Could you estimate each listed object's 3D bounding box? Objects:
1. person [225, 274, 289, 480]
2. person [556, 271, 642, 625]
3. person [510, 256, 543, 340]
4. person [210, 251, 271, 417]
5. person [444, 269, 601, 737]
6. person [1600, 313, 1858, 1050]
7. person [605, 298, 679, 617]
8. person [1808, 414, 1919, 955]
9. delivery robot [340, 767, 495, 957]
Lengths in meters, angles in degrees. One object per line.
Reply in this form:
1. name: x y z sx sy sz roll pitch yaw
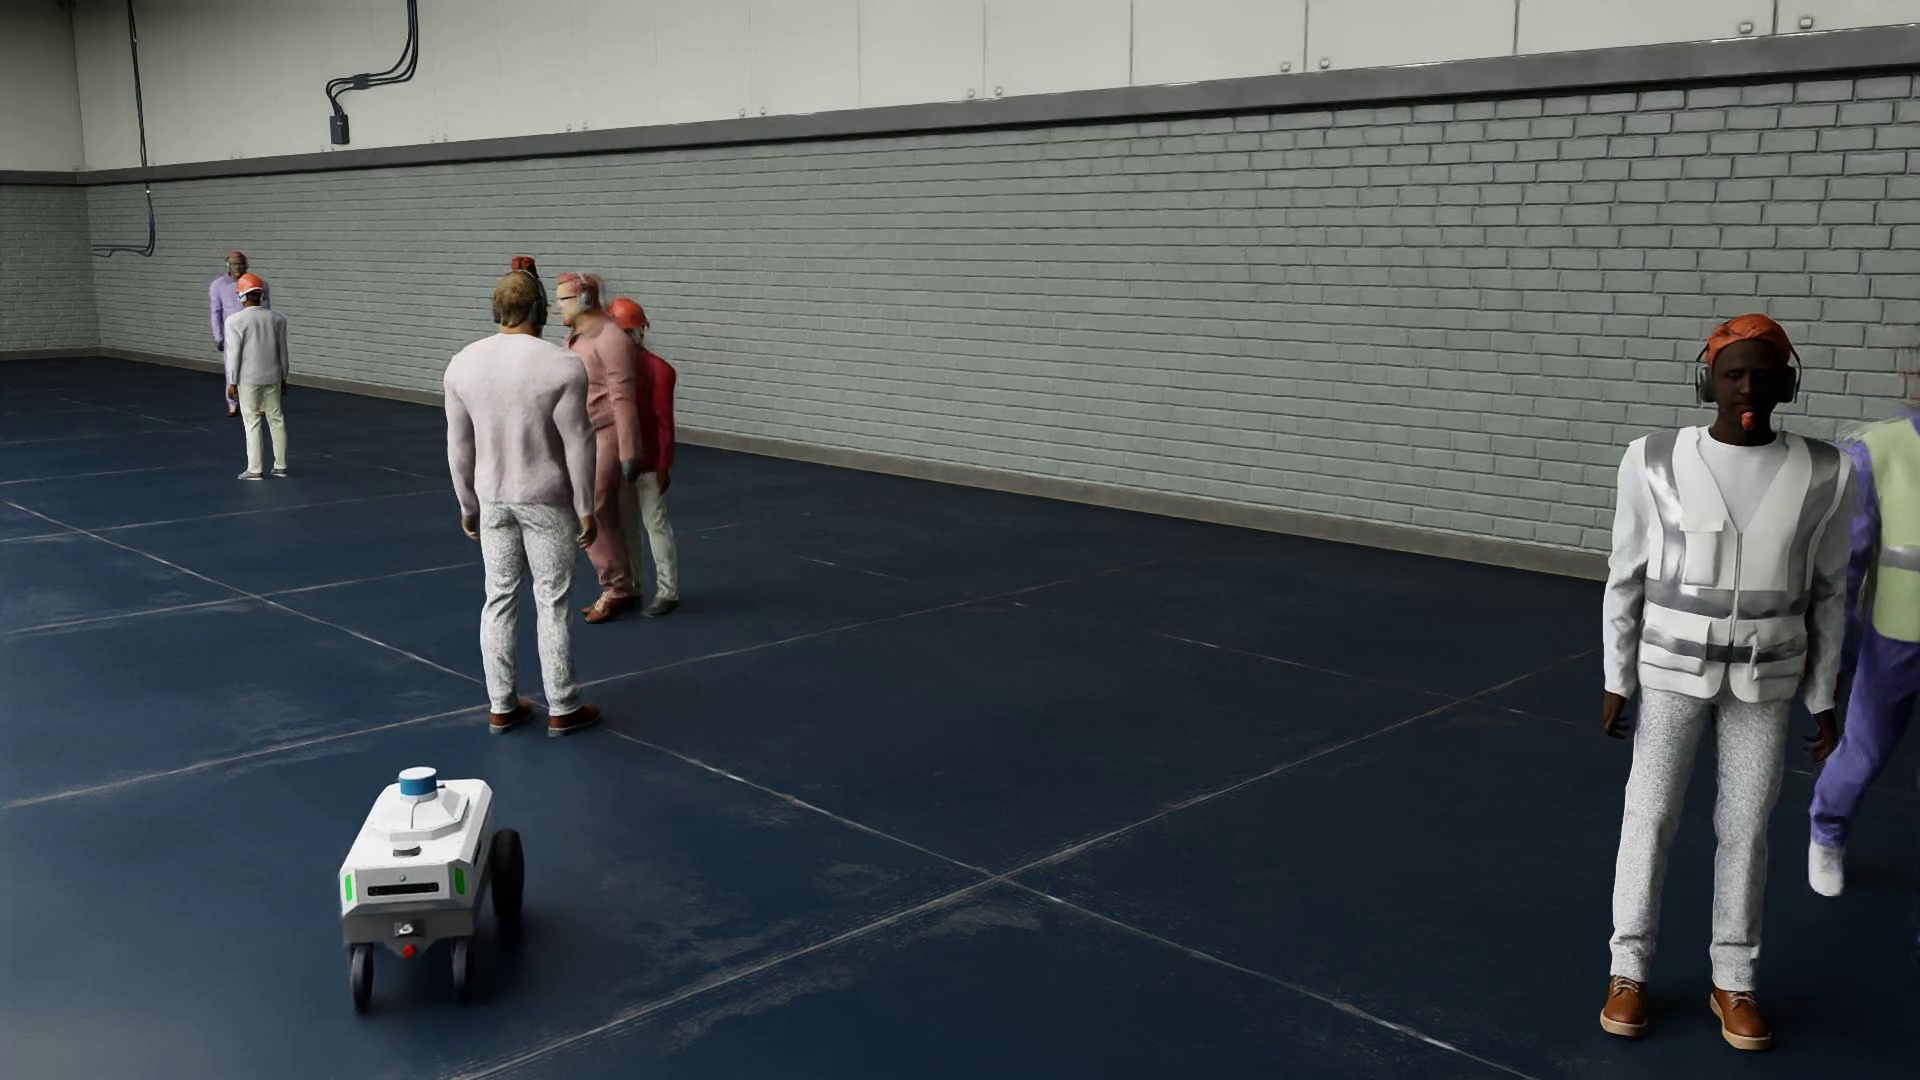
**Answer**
1. person: -6.009 -1.392 14.215 0.330 1.750 0.572 7 12 33
2. person: -1.998 -0.498 8.980 0.511 1.885 0.661 -7 12 -32
3. person: -3.996 -1.657 15.309 0.357 1.883 0.573 -1 10 -4
4. person: -8.234 -2.358 19.112 0.650 1.897 0.395 -6 12 -29
5. person: -1.799 -0.143 6.905 0.635 1.936 0.355 2 11 12
6. person: 1.943 0.369 4.264 0.574 1.883 0.355 3 11 15
7. person: -1.795 -0.450 9.118 0.563 1.742 0.353 8 13 36
8. person: 2.786 0.274 4.835 0.605 1.874 0.994 1 10 6
9. delivery robot: -1.539 0.895 4.760 0.477 0.478 0.707 -2 11 -10
